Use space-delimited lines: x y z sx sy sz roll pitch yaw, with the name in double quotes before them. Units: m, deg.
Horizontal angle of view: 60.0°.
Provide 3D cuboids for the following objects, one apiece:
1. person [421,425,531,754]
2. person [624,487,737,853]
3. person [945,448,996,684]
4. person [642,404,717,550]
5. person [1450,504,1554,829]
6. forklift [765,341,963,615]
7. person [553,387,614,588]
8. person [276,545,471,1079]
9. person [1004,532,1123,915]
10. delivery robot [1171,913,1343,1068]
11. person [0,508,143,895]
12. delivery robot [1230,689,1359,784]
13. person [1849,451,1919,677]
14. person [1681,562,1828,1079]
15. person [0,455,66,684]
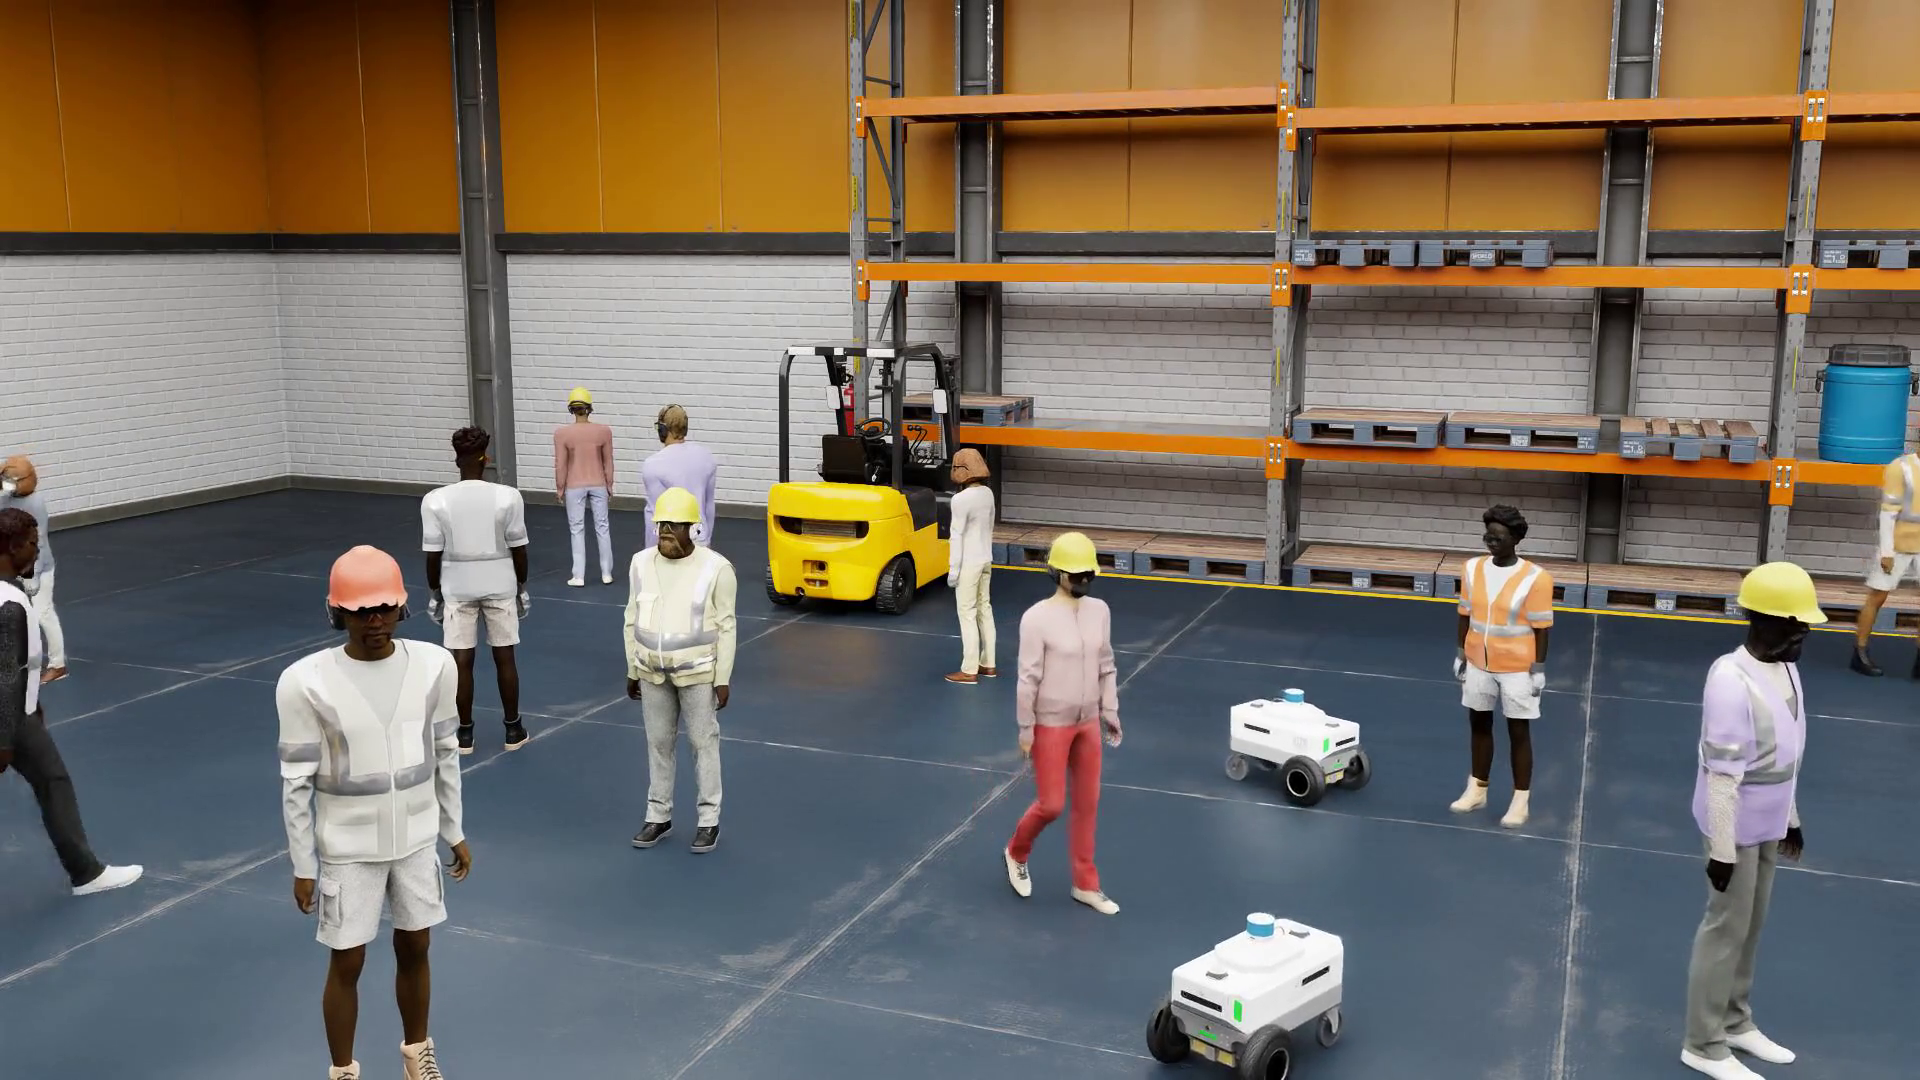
"person" -2.859 0.299 9.883 0.603 1.958 0.380 -2 10 -13
"person" -1.408 0.645 8.296 0.590 1.837 0.404 3 11 15
"person" 0.078 0.178 11.491 0.280 1.624 0.493 6 12 28
"person" -1.929 0.035 11.406 0.370 1.940 0.627 8 13 36
"person" 2.824 0.647 8.700 0.319 1.690 0.541 -9 13 -41
"forklift" -0.739 -0.602 14.246 1.214 2.155 2.313 4 11 21
"person" -3.311 -0.460 14.657 0.526 1.765 0.329 -5 11 -26
"person" -1.952 1.019 5.634 0.611 2.042 0.395 -8 13 -38
"person" 0.487 0.821 7.545 0.533 1.762 0.473 -9 13 -40
"delivery robot" 1.106 1.624 6.151 0.707 0.478 0.477 -10 14 -44
"person" -4.326 0.786 7.445 0.605 1.873 1.008 9 14 42
"delivery robot" 1.849 1.071 9.234 0.477 0.478 0.707 -9 13 -40
"person" 6.608 0.052 11.485 0.558 1.892 0.655 -1 10 -7
"person" 2.863 1.015 6.006 0.383 1.920 0.587 9 14 43
"person" -6.348 0.214 11.327 0.532 1.607 0.478 5 11 27
